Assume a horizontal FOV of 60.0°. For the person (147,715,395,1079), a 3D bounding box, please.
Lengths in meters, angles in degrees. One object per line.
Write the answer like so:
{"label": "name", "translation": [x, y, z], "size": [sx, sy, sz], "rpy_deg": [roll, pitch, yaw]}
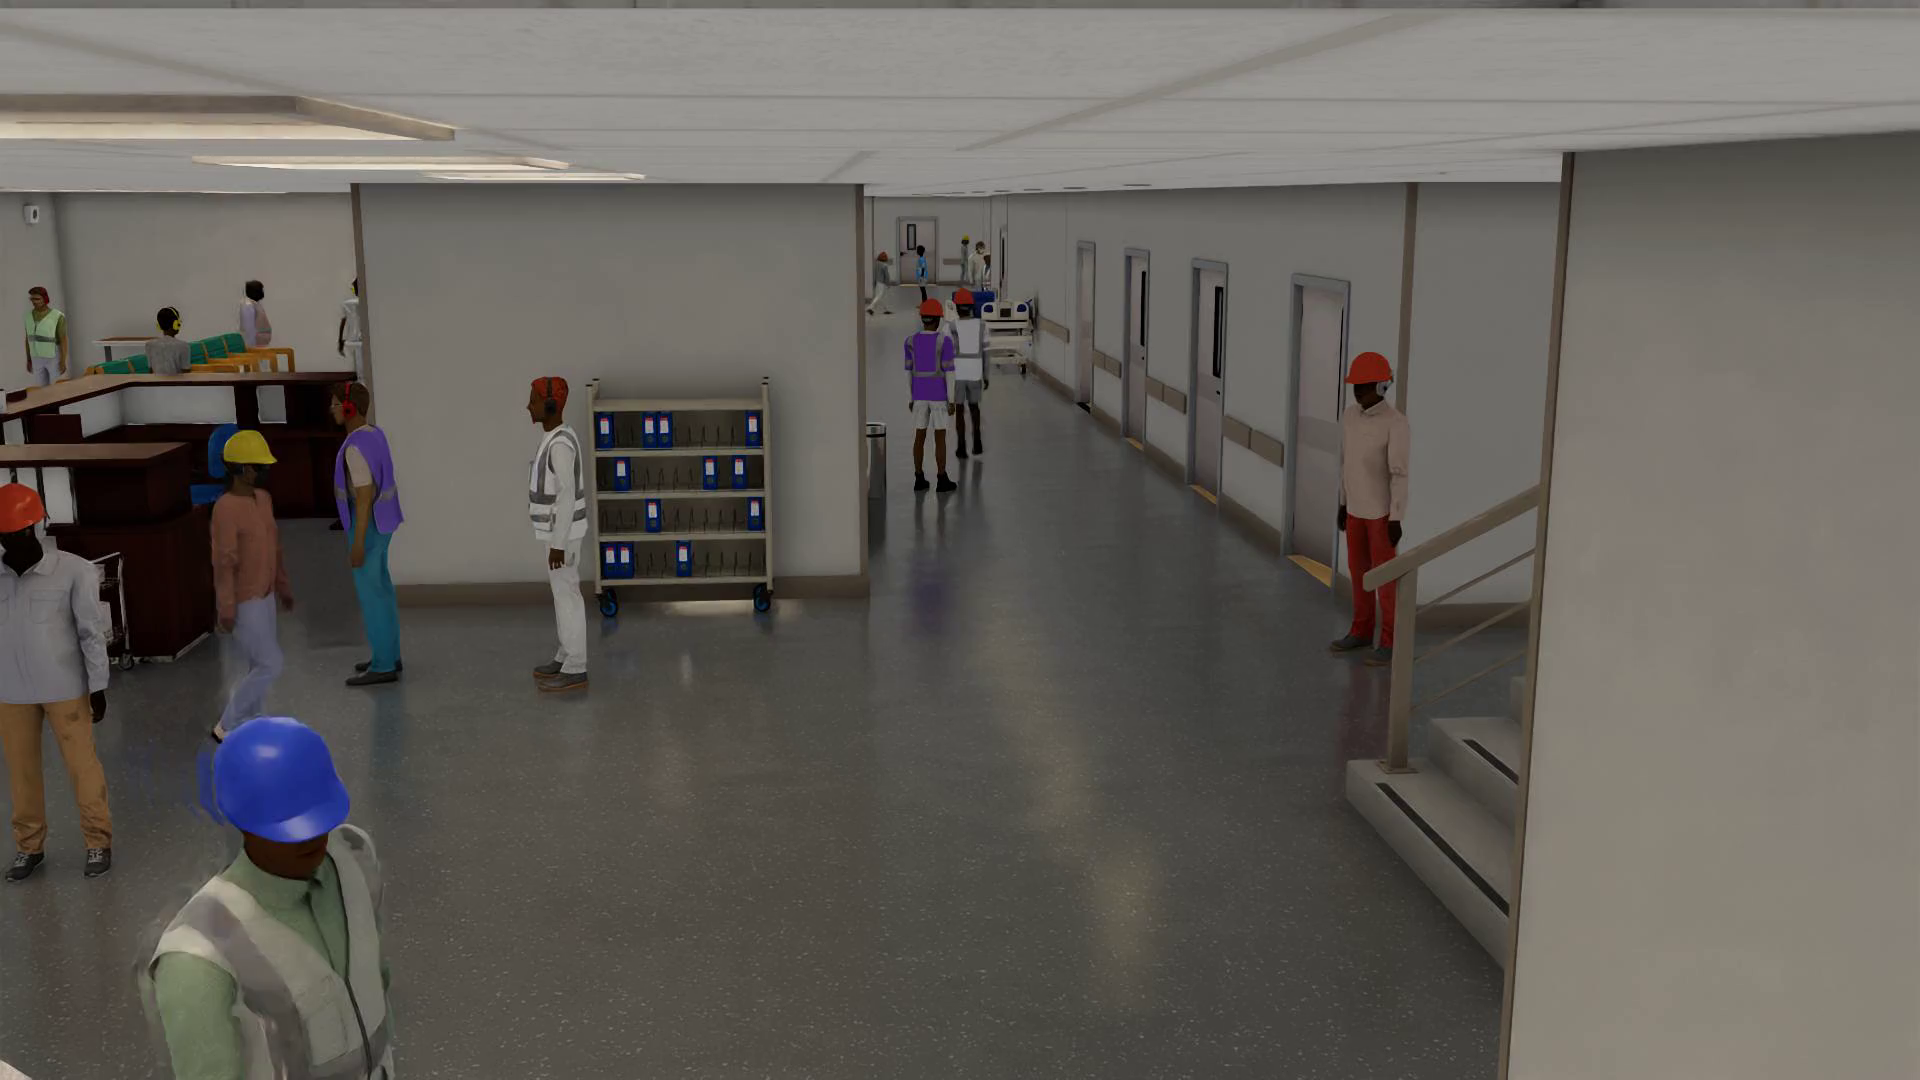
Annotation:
{"label": "person", "translation": [-1.351, 1.263, 3.475], "size": [0.436, 1.922, 0.638], "rpy_deg": [3, 12, 16]}

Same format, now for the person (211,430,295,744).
{"label": "person", "translation": [-3.652, 0.298, 8.630], "size": [0.369, 1.755, 0.525], "rpy_deg": [0, 12, -1]}

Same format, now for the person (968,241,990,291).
{"label": "person", "translation": [0.482, -6.362, 40.772], "size": [0.670, 1.913, 0.608], "rpy_deg": [-5, 12, -21]}

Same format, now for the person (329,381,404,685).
{"label": "person", "translation": [-3.568, -0.045, 10.067], "size": [0.372, 1.843, 0.570], "rpy_deg": [-2, 12, -8]}

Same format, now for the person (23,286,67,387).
{"label": "person", "translation": [-11.466, -2.261, 20.904], "size": [0.565, 1.840, 0.390], "rpy_deg": [2, 12, 9]}

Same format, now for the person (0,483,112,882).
{"label": "person", "translation": [-3.936, 0.613, 7.102], "size": [0.563, 1.742, 0.361], "rpy_deg": [-2, 12, -8]}

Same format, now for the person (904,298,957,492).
{"label": "person", "translation": [-0.284, -1.448, 16.693], "size": [0.542, 1.937, 0.360], "rpy_deg": [5, 13, 24]}

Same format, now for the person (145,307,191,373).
{"label": "person", "translation": [-7.840, -1.383, 16.582], "size": [0.505, 1.861, 0.330], "rpy_deg": [2, 12, 11]}

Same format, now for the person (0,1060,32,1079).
{"label": "person", "translation": [-1.680, 1.453, 2.589], "size": [0.639, 1.910, 0.407], "rpy_deg": [1, 12, 2]}

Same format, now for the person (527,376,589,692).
{"label": "person", "translation": [-2.406, -0.037, 9.931], "size": [0.356, 1.883, 0.573], "rpy_deg": [-4, 12, -17]}

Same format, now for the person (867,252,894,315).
{"label": "person", "translation": [-2.048, -6.522, 42.313], "size": [0.796, 1.600, 0.509], "rpy_deg": [-7, 14, -32]}

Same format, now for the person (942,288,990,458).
{"label": "person", "translation": [0.057, -1.874, 18.795], "size": [0.564, 1.927, 0.421], "rpy_deg": [-3, 12, -16]}

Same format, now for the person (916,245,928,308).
{"label": "person", "translation": [-1.039, -7.132, 45.057], "size": [0.317, 1.696, 0.540], "rpy_deg": [-1, 12, -5]}

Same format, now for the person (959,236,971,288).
{"label": "person", "translation": [0.220, -9.225, 55.228], "size": [0.622, 1.723, 0.499], "rpy_deg": [1, 12, 3]}

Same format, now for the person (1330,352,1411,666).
{"label": "person", "translation": [2.573, -0.198, 10.500], "size": [0.428, 1.982, 0.631], "rpy_deg": [-4, 12, -20]}
